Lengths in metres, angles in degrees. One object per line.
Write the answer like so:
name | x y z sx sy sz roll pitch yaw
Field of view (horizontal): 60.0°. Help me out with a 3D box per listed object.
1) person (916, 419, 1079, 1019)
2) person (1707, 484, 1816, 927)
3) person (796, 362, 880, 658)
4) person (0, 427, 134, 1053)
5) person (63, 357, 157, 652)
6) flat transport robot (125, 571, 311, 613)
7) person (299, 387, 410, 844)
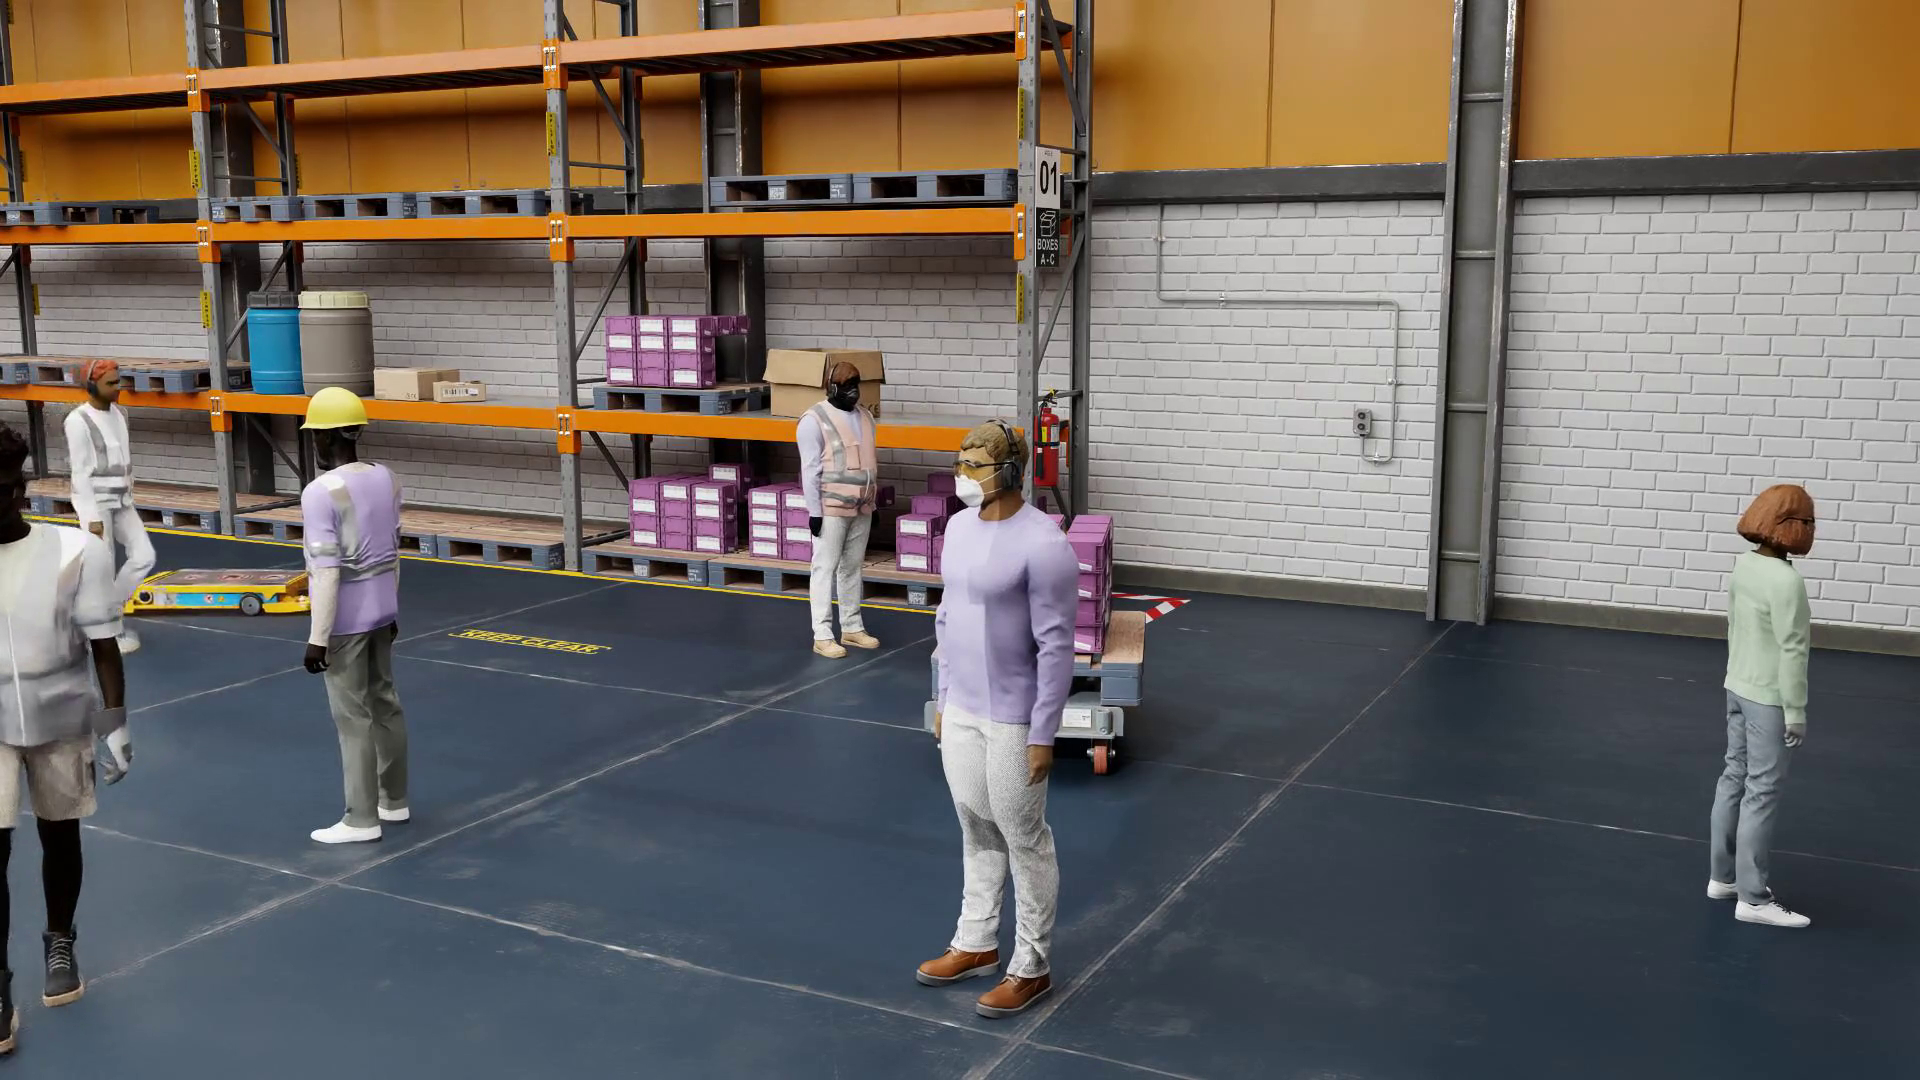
person | 0.120 0.573 5.433 0.373 1.940 0.628 -7 11 -36
person | 2.999 0.602 6.187 0.289 1.633 0.499 0 9 2
person | -0.730 -0.197 10.477 0.429 1.845 0.621 7 12 38
person | -2.944 0.607 5.229 0.614 1.935 0.826 -5 11 -29
person | -5.340 -0.207 10.436 0.418 1.870 0.613 1 9 5
flat transport robot | -5.255 0.357 11.887 1.431 0.197 0.652 0 9 0
person | -2.576 0.319 7.025 0.370 1.925 0.595 2 9 13
